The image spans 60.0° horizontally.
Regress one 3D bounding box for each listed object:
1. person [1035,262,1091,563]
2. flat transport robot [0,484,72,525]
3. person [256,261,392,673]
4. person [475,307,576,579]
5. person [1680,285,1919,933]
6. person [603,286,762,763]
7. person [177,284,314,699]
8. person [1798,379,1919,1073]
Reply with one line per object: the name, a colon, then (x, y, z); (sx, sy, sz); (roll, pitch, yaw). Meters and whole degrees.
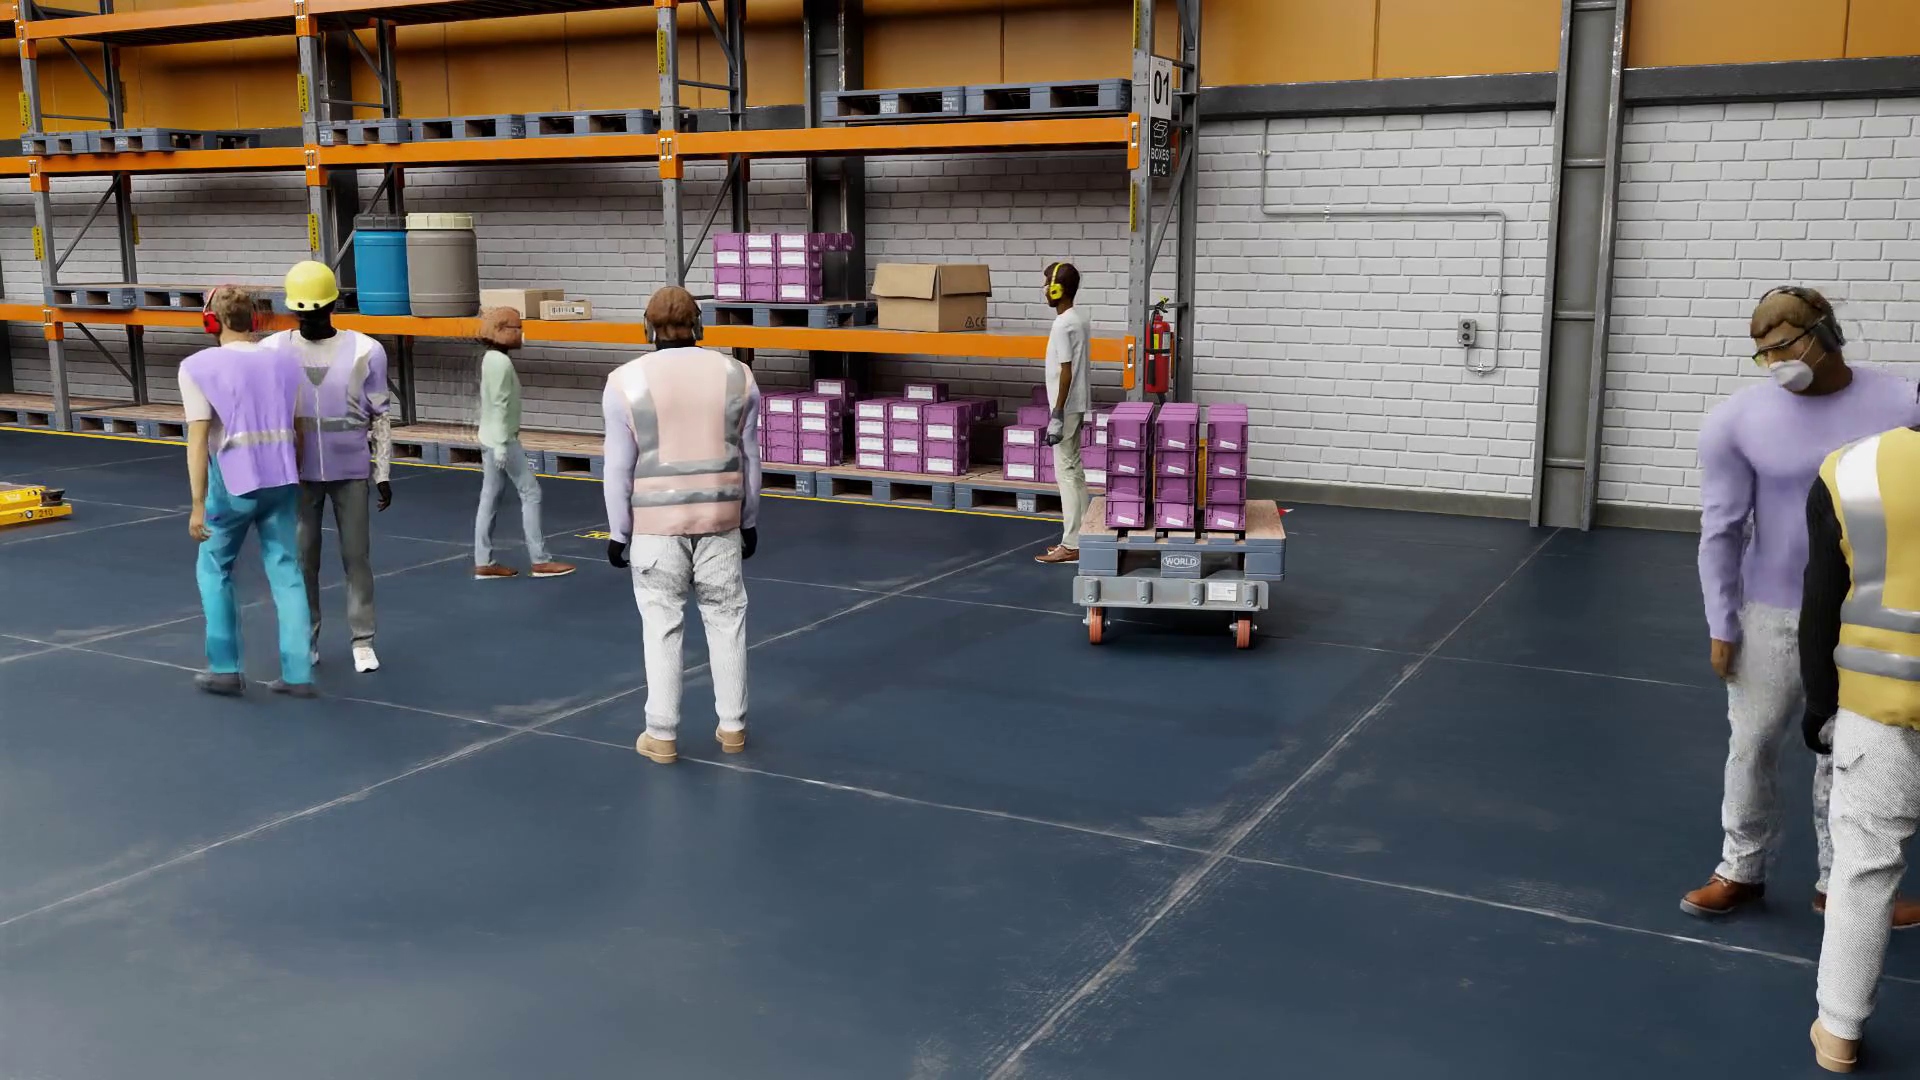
person: (0.652, -0.783, 10.353); (0.310, 1.862, 0.533); (4, 11, 19)
flat transport robot: (-7.157, -0.280, 11.960); (1.431, 0.197, 0.652); (5, 12, 26)
person: (-2.922, -0.320, 7.677); (0.589, 1.914, 0.398); (-2, 11, -13)
person: (-2.590, -0.567, 9.842); (0.667, 1.607, 0.530); (-4, 11, -21)
person: (2.502, 0.225, 4.783); (0.766, 1.898, 0.371); (2, 11, 11)
person: (-1.072, -0.055, 6.439); (0.619, 1.838, 0.430); (-5, 11, -24)
person: (-3.169, -0.204, 7.312); (0.737, 1.810, 0.641); (7, 13, 35)
person: (2.312, 0.401, 3.925); (0.626, 1.844, 0.429); (7, 12, 33)
